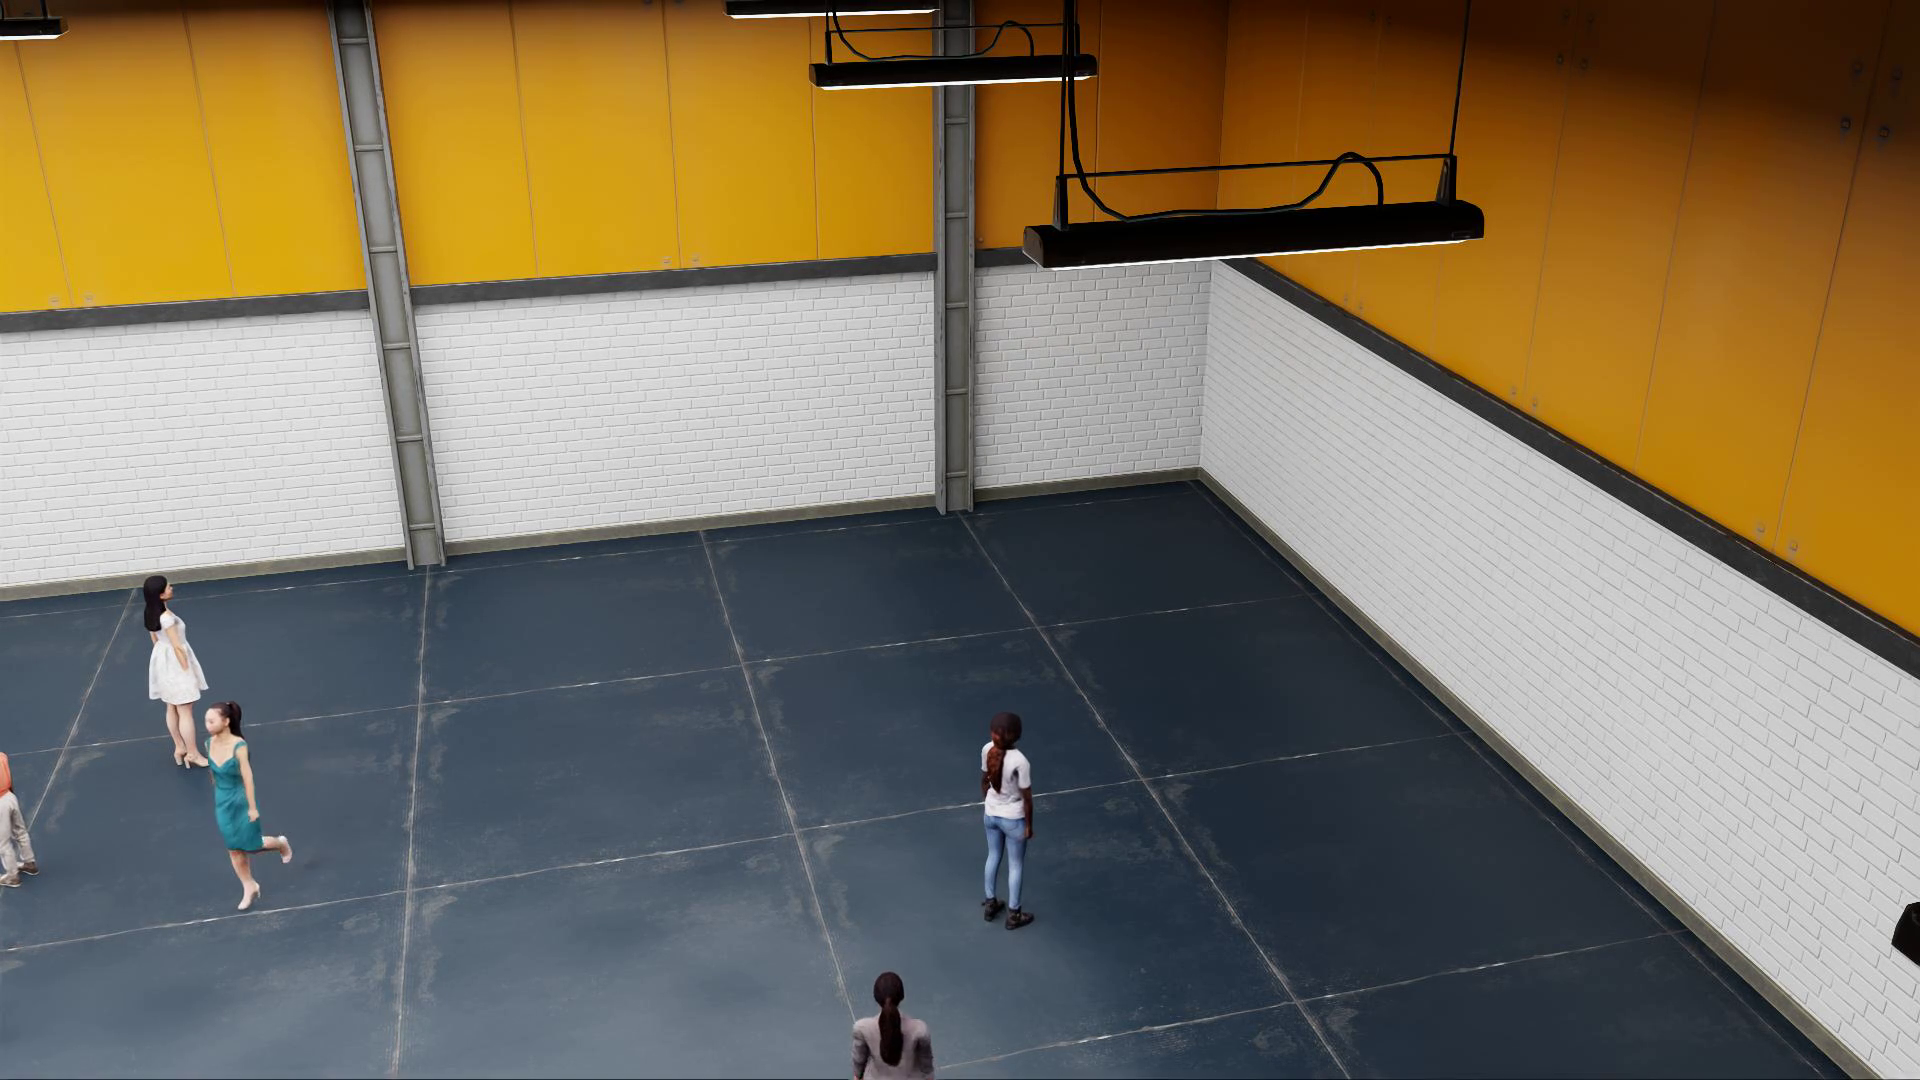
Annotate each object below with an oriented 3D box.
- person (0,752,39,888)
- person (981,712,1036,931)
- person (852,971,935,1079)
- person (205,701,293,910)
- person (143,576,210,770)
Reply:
[{"bbox_3d":[-7.276,2.017,12.614,0.585,1.310,0.549,5,24,12],"label":"person"},{"bbox_3d":[0.334,2.020,12.094,0.660,1.721,0.685,18,29,35],"label":"person"},{"bbox_3d":[-0.374,3.223,9.416,0.638,1.662,0.778,2,24,5],"label":"person"},{"bbox_3d":[-5.300,1.939,12.342,0.835,1.671,0.849,8,25,18],"label":"person"},{"bbox_3d":[-6.657,1.115,14.097,0.773,1.774,0.812,19,30,37],"label":"person"}]
